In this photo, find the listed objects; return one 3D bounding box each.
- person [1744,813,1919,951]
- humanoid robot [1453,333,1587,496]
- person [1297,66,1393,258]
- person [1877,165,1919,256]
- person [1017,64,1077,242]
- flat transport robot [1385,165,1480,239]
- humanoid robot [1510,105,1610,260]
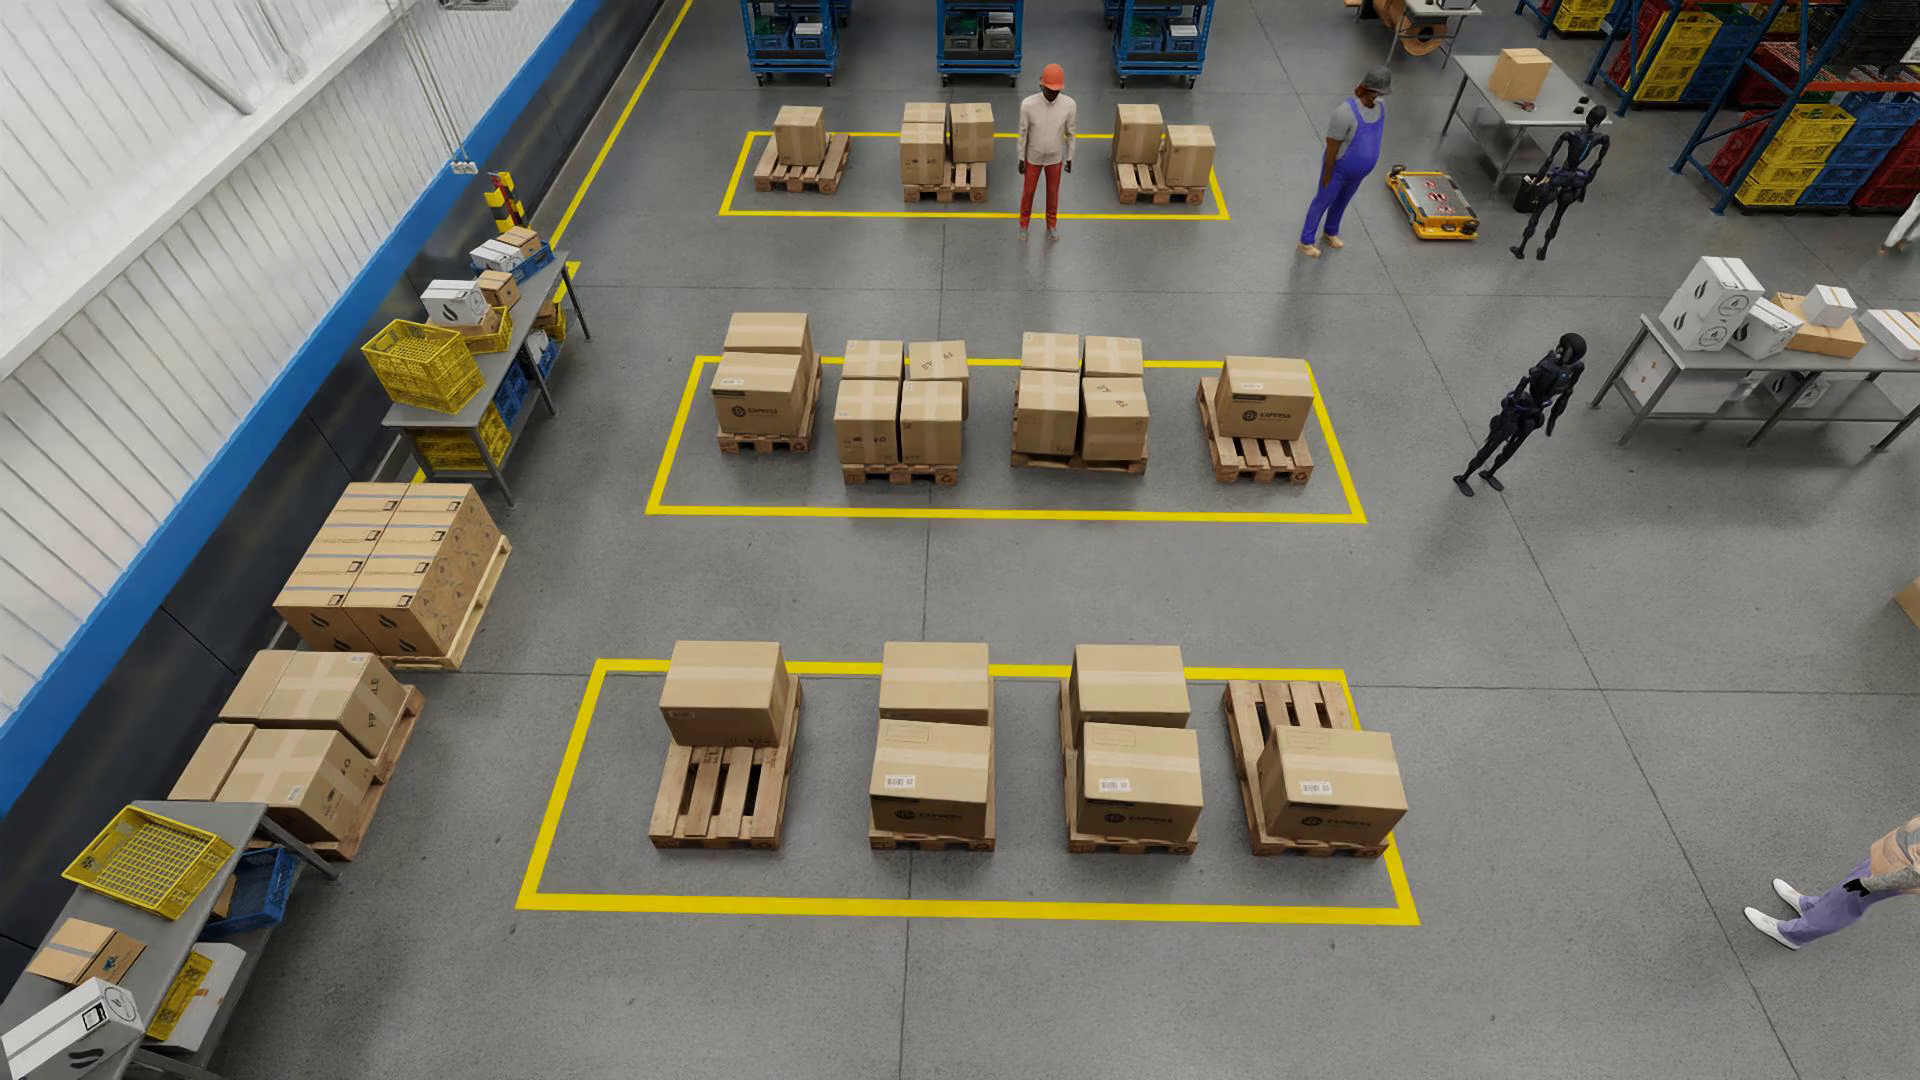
[{"bbox_3d":[5.083,1.727,4.940,0.586,1.930,0.361,-24,53,-19],"label":"person"},{"bbox_3d":[4.599,-1.002,7.468,0.572,1.650,0.333,-10,50,-9],"label":"humanoid robot"},{"bbox_3d":[4.197,-4.046,9.865,0.681,2.000,0.536,-23,53,-19],"label":"person"},{"bbox_3d":[10.798,-4.005,9.938,0.617,1.865,0.613,33,57,25],"label":"person"},{"bbox_3d":[0.941,-4.186,10.031,0.628,1.981,0.427,-1,49,-1],"label":"person"},{"bbox_3d":[5.692,-4.094,11.059,0.652,0.197,1.431,1,49,1],"label":"flat transport robot"},{"bbox_3d":[6.512,-3.849,9.924,0.598,1.657,0.324,8,50,7],"label":"humanoid robot"}]
